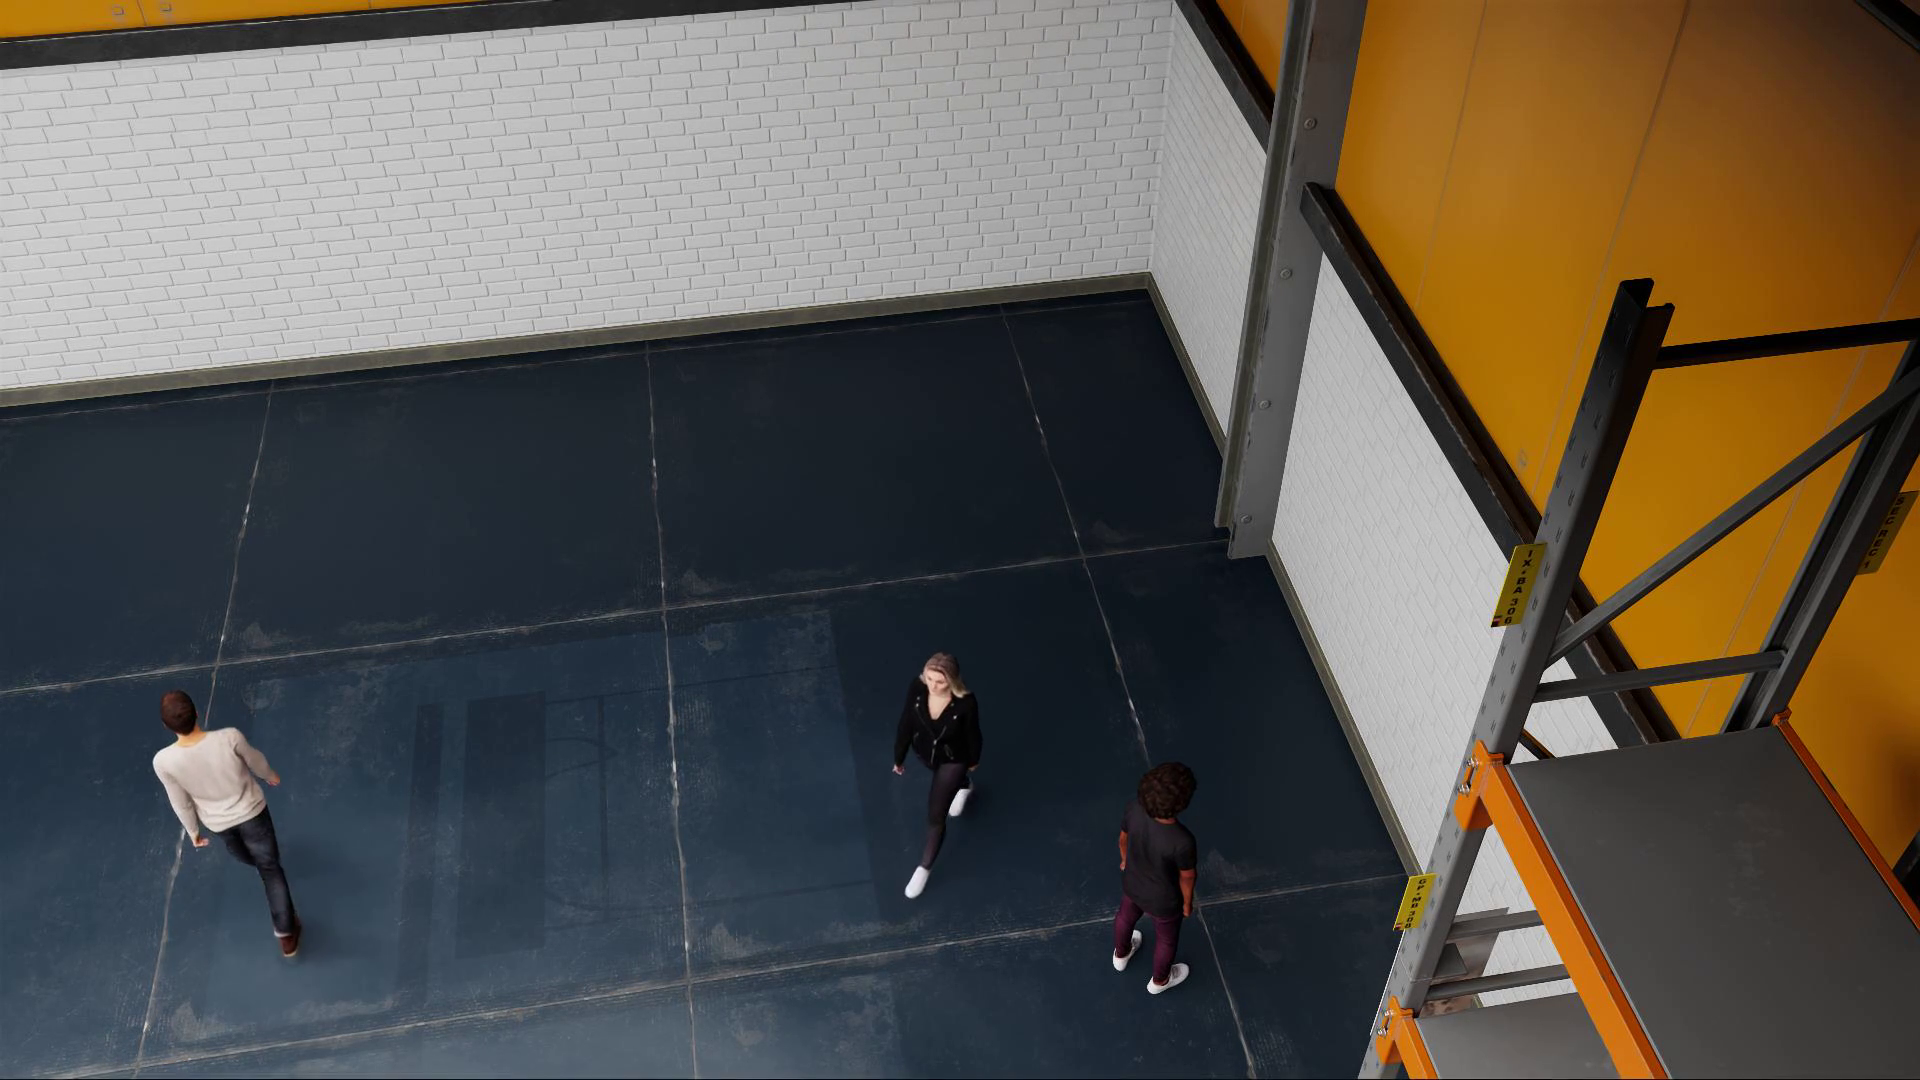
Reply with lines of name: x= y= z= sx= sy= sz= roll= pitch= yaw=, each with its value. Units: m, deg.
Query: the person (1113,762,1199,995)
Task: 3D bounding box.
person: x=1.047 y=1.810 z=8.920 sx=0.703 sy=1.783 sz=0.781 roll=31 pitch=52 yaw=28

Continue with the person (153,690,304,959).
person: x=-3.967 y=1.572 z=9.142 sx=0.818 sy=1.822 sz=1.253 roll=-15 pitch=46 yaw=-15

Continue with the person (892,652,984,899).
person: x=-0.077 y=1.189 z=9.680 sx=1.074 sy=1.633 sz=1.235 roll=19 pitch=47 yaw=18
